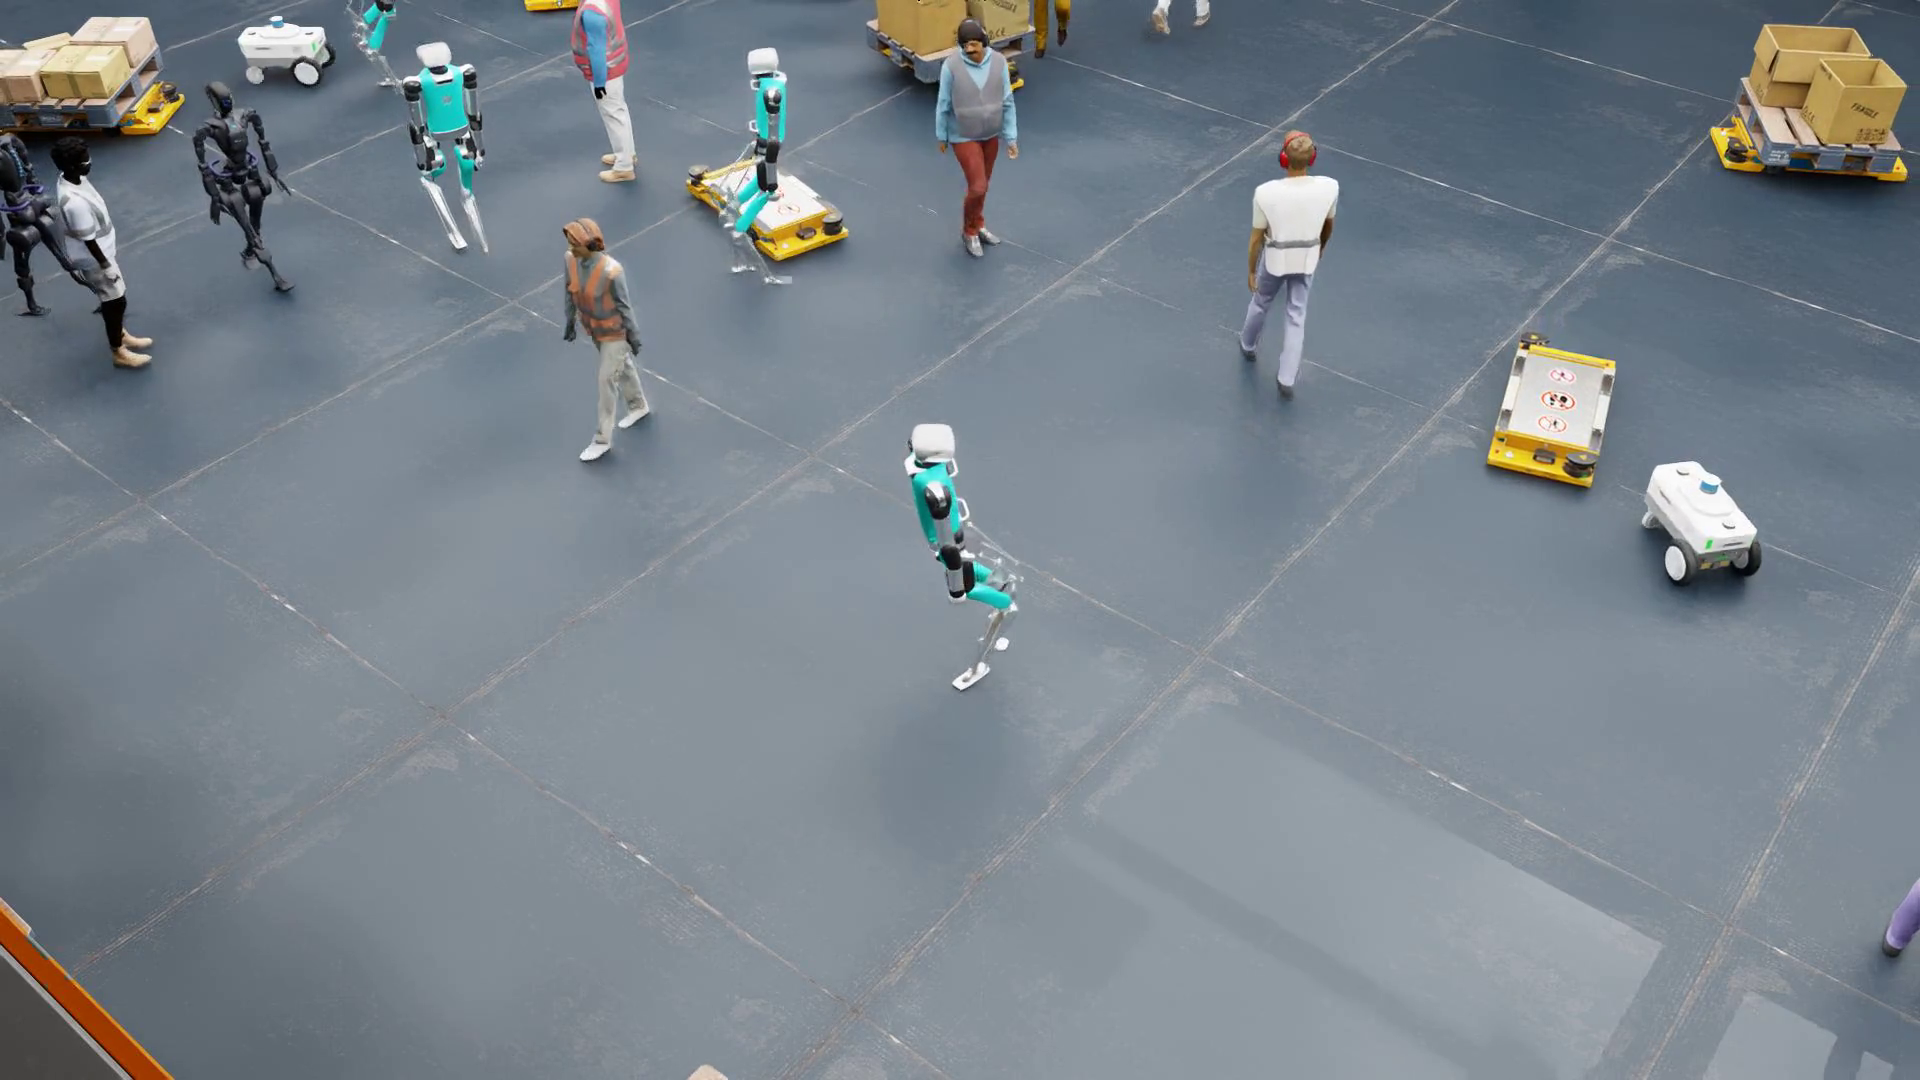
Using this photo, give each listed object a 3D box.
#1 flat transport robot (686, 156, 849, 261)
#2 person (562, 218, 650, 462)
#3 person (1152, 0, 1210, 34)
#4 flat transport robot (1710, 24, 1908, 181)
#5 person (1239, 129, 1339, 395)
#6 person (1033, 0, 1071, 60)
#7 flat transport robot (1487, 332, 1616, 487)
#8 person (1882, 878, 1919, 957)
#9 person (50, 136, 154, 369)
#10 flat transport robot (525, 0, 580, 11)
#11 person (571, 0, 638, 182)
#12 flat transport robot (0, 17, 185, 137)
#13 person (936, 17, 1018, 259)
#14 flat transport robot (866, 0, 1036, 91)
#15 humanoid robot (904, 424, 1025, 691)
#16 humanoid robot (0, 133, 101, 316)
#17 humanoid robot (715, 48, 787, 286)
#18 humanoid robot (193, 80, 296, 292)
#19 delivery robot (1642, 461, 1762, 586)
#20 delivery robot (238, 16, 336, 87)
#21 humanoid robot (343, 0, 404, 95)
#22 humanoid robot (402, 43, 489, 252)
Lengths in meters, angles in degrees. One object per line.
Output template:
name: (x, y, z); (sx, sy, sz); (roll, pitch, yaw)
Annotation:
flat transport robot: (-1.548, -2.674, 13.223); (0.659, 0.231, 1.431); (-25, 46, -27)
person: (-2.325, -1.288, 10.557); (0.536, 1.602, 0.779); (29, 48, 30)
person: (2.169, -5.647, 15.505); (0.619, 1.851, 0.811); (20, 44, 22)
flat transport robot: (7.110, -3.290, 13.948); (1.431, 0.231, 0.659); (6, 41, 6)
person: (2.180, -1.882, 11.103); (0.585, 1.808, 0.771); (-1, 40, -1)
person: (0.839, -5.221, 15.081); (0.565, 1.733, 0.430); (8, 41, 9)
flat transport robot: (3.978, -0.891, 11.126); (0.659, 0.231, 1.431); (15, 43, 17)
person: (4.596, 1.305, 7.333); (0.562, 1.840, 0.376); (32, 50, 32)
person: (-5.844, -1.945, 11.278); (0.356, 1.678, 0.541); (-17, 43, -19)
flat transport robot: (-4.090, -5.735, 16.825); (0.659, 0.231, 1.431); (-8, 41, -10)
person: (-2.862, -3.772, 13.313); (0.431, 1.836, 0.629); (-1, 40, -1)
flat transport robot: (-7.608, -3.766, 14.509); (1.431, 0.231, 0.659); (0, 40, 0)
person: (0.146, -2.980, 12.357); (0.504, 1.856, 0.570); (-23, 46, -25)
flat transport robot: (-0.096, -4.415, 15.272); (0.659, 0.231, 1.431); (-24, 46, -26)
humanoid robot: (0.122, 0.092, 8.849); (0.825, 1.791, 0.588); (-8, 41, -9)
humanoid robot: (-6.558, -2.278, 11.717); (0.799, 1.631, 0.589); (4, 41, 5)
humanoid robot: (-1.575, -2.674, 12.105); (0.721, 1.807, 0.530); (-6, 41, -7)
humanoid robot: (-5.217, -2.600, 12.100); (0.832, 1.625, 0.600); (30, 48, 30)
delivery robot: (4.454, -0.101, 9.991); (0.514, 0.614, 0.786); (-8, 41, -9)
delivery robot: (-6.107, -4.442, 15.091); (0.807, 0.606, 0.499); (0, 40, 0)
humanoid robot: (-5.183, -4.732, 14.547); (0.684, 1.840, 0.548); (-10, 41, -12)
humanoid robot: (-3.845, -2.897, 12.412); (0.540, 1.839, 0.787); (-23, 45, -24)
